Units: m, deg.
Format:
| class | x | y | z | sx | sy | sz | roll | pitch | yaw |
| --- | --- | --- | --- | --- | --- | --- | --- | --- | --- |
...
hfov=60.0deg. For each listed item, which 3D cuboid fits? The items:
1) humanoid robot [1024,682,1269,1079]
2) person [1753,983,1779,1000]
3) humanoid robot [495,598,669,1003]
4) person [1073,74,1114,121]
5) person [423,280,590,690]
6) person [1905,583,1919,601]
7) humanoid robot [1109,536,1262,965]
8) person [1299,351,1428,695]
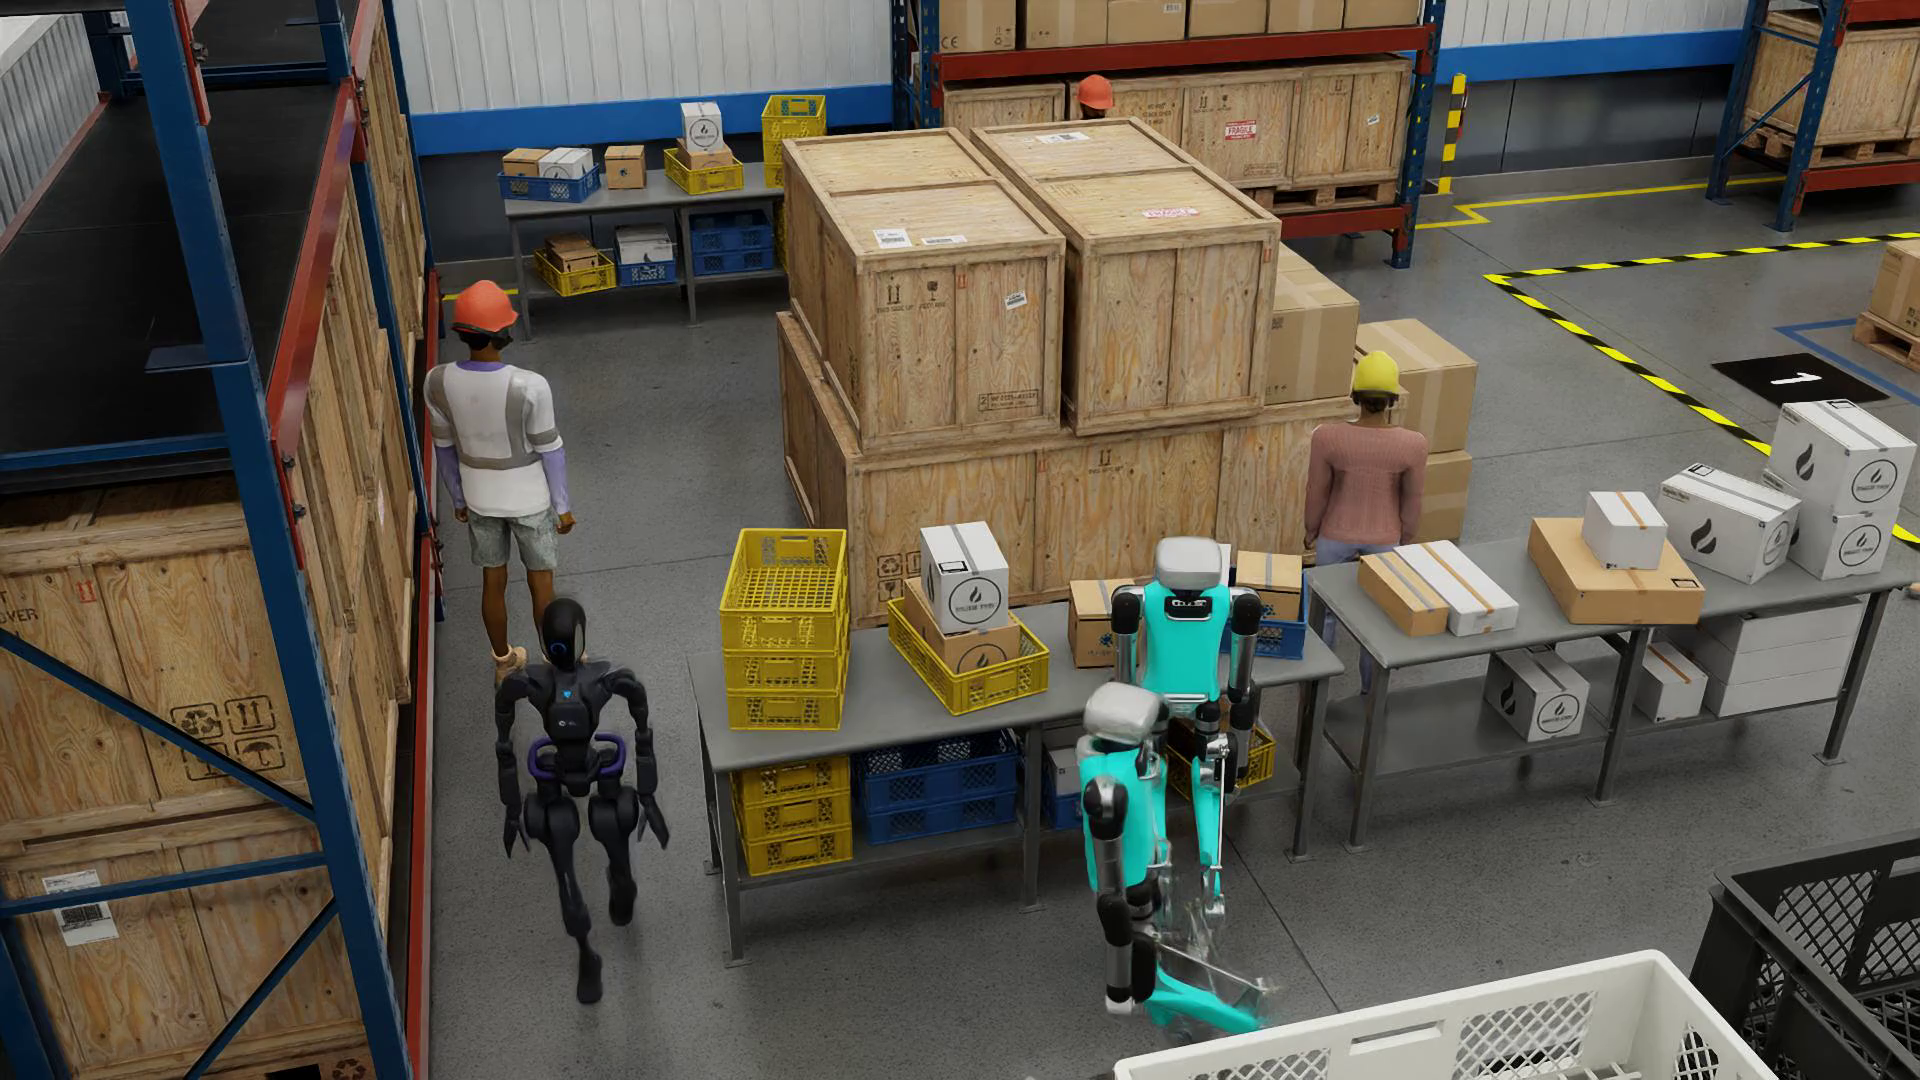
| class | x | y | z | sx | sy | sz | roll | pitch | yaw |
| --- | --- | --- | --- | --- | --- | --- | --- | --- | --- |
| humanoid robot | 0.681 | 1.265 | 5.282 | 0.966 | 1.730 | 0.589 | 6 | 29 | 10 |
| person | 1.783 | 1.814 | 4.140 | 0.883 | 1.882 | 0.612 | -7 | 30 | -12 |
| humanoid robot | -1.378 | 0.886 | 6.050 | 0.591 | 1.635 | 0.538 | -5 | 29 | -8 |
| person | 0.883 | -2.260 | 11.515 | 0.554 | 1.924 | 0.429 | -5 | 29 | -9 |
| person | -2.078 | -0.212 | 7.665 | 0.606 | 2.044 | 0.373 | 5 | 29 | 8 |
| person | 5.176 | -0.488 | 8.166 | 0.394 | 2.043 | 0.607 | 0 | 29 | 1 |
| humanoid robot | 0.788 | 0.860 | 5.889 | 0.533 | 1.681 | 0.735 | 1 | 29 | 2 |
| person | 1.825 | -0.027 | 7.611 | 0.524 | 1.770 | 0.303 | 5 | 29 | 9 |
